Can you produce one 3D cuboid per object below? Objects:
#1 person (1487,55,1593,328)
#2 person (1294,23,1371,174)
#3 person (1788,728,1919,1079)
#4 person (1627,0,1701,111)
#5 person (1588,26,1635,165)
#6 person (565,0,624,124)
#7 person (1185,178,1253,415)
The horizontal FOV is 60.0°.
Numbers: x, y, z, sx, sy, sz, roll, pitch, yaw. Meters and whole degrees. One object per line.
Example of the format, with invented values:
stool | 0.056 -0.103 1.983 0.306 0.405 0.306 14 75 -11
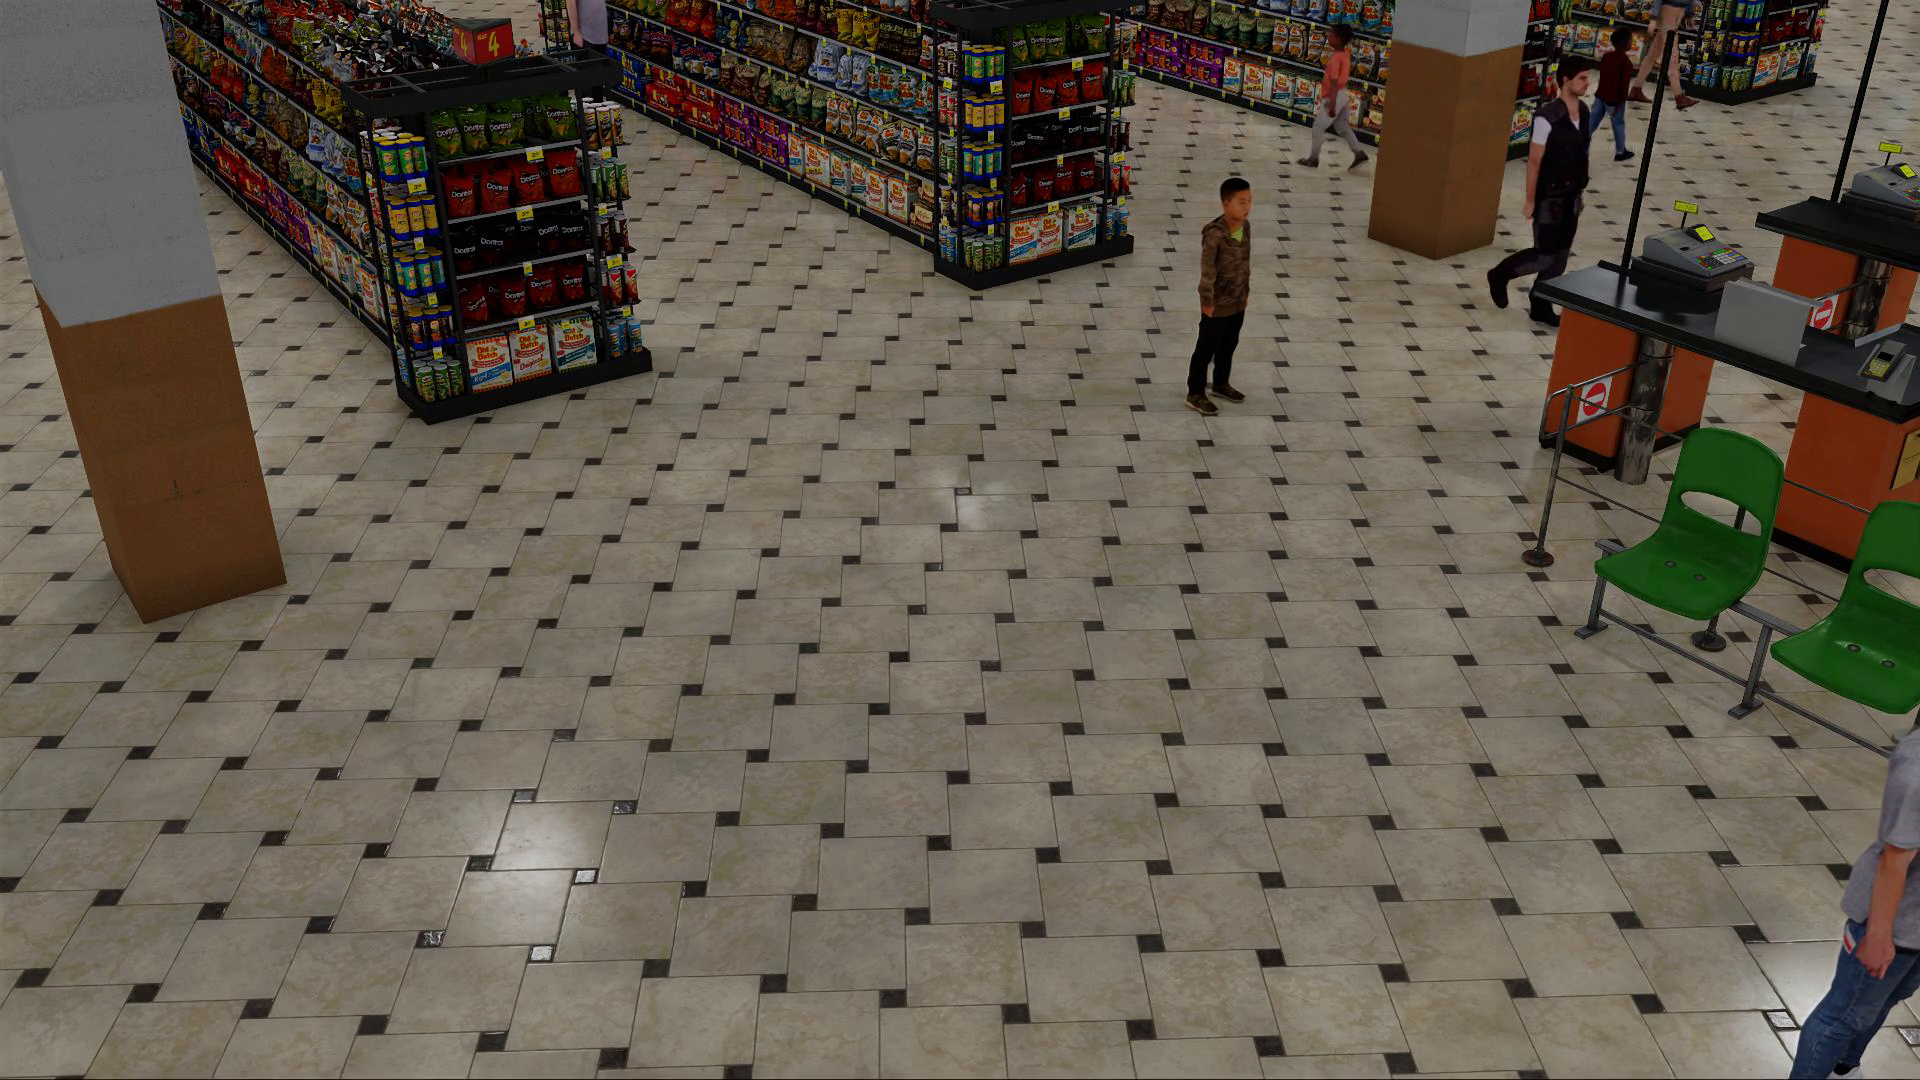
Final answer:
person | 3.998 -2.380 11.380 0.645 1.837 0.826 -19 34 -31
person | 3.389 -3.899 14.720 0.949 1.301 0.675 19 34 31
person | 2.871 1.063 5.020 0.666 1.888 0.529 -19 34 -31
person | 7.029 -5.224 16.686 0.662 1.744 1.054 -21 35 -33
person | 5.751 -3.923 14.847 0.575 1.223 0.815 -17 33 -28
person | -3.569 -4.889 15.974 0.784 1.838 0.757 9 30 17
person | 1.604 -1.503 10.174 0.593 1.453 0.582 -24 36 -36
